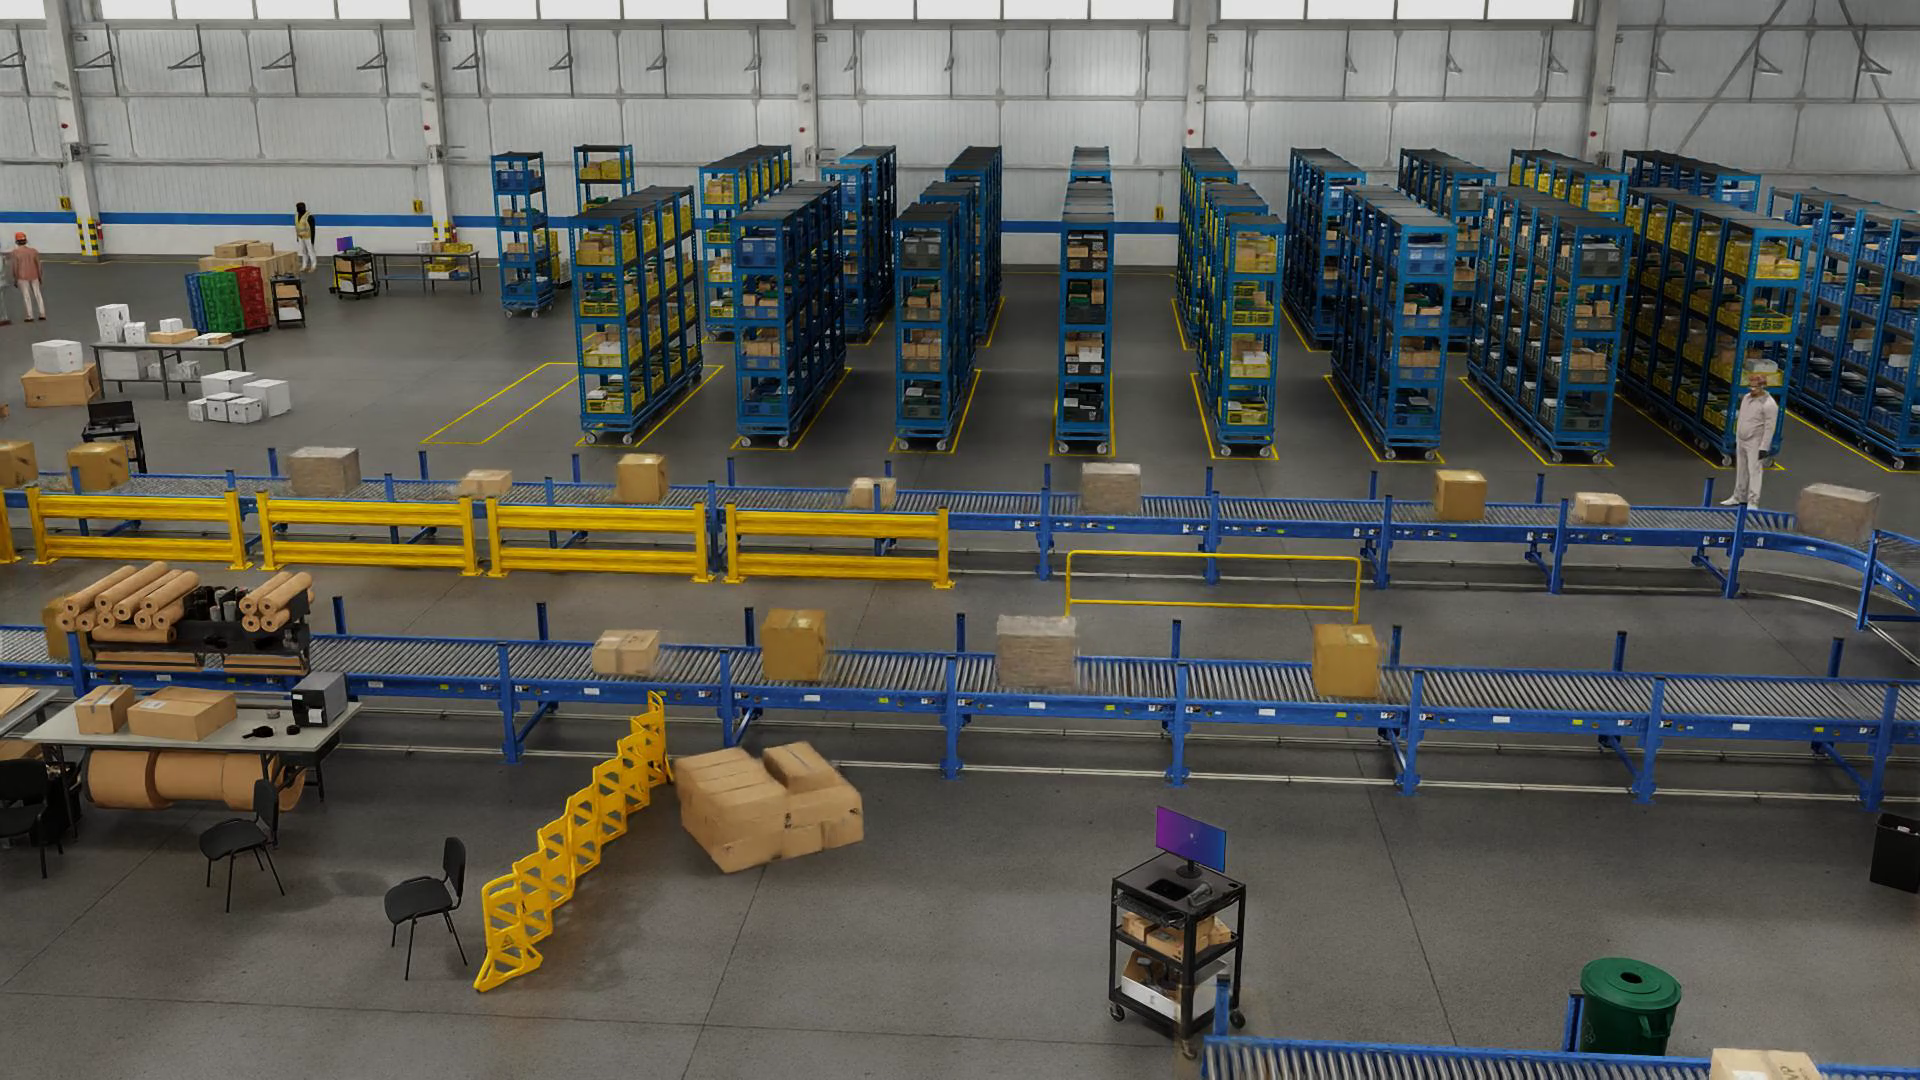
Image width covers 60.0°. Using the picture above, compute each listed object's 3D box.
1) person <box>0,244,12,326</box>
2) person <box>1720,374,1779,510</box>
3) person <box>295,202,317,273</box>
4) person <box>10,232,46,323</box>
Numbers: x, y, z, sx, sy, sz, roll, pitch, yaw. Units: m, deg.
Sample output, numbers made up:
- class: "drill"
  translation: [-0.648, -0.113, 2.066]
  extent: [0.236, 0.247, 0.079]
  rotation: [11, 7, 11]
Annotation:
- class: "person"
  translation: [-20.938, -5.540, 36.057]
  extent: [0.398, 1.887, 0.689]
  rotation: [7, 19, 22]
- class: "person"
  translation: [10.764, -1.324, 22.650]
  extent: [0.401, 1.905, 0.641]
  rotation: [-3, 18, -9]
- class: "person"
  translation: [-17.275, -7.983, 43.884]
  extent: [0.624, 1.841, 0.430]
  rotation: [9, 20, 26]
- class: "person"
  translation: [-20.553, -5.784, 36.647]
  extent: [0.395, 1.992, 0.622]
  rotation: [12, 21, 33]
